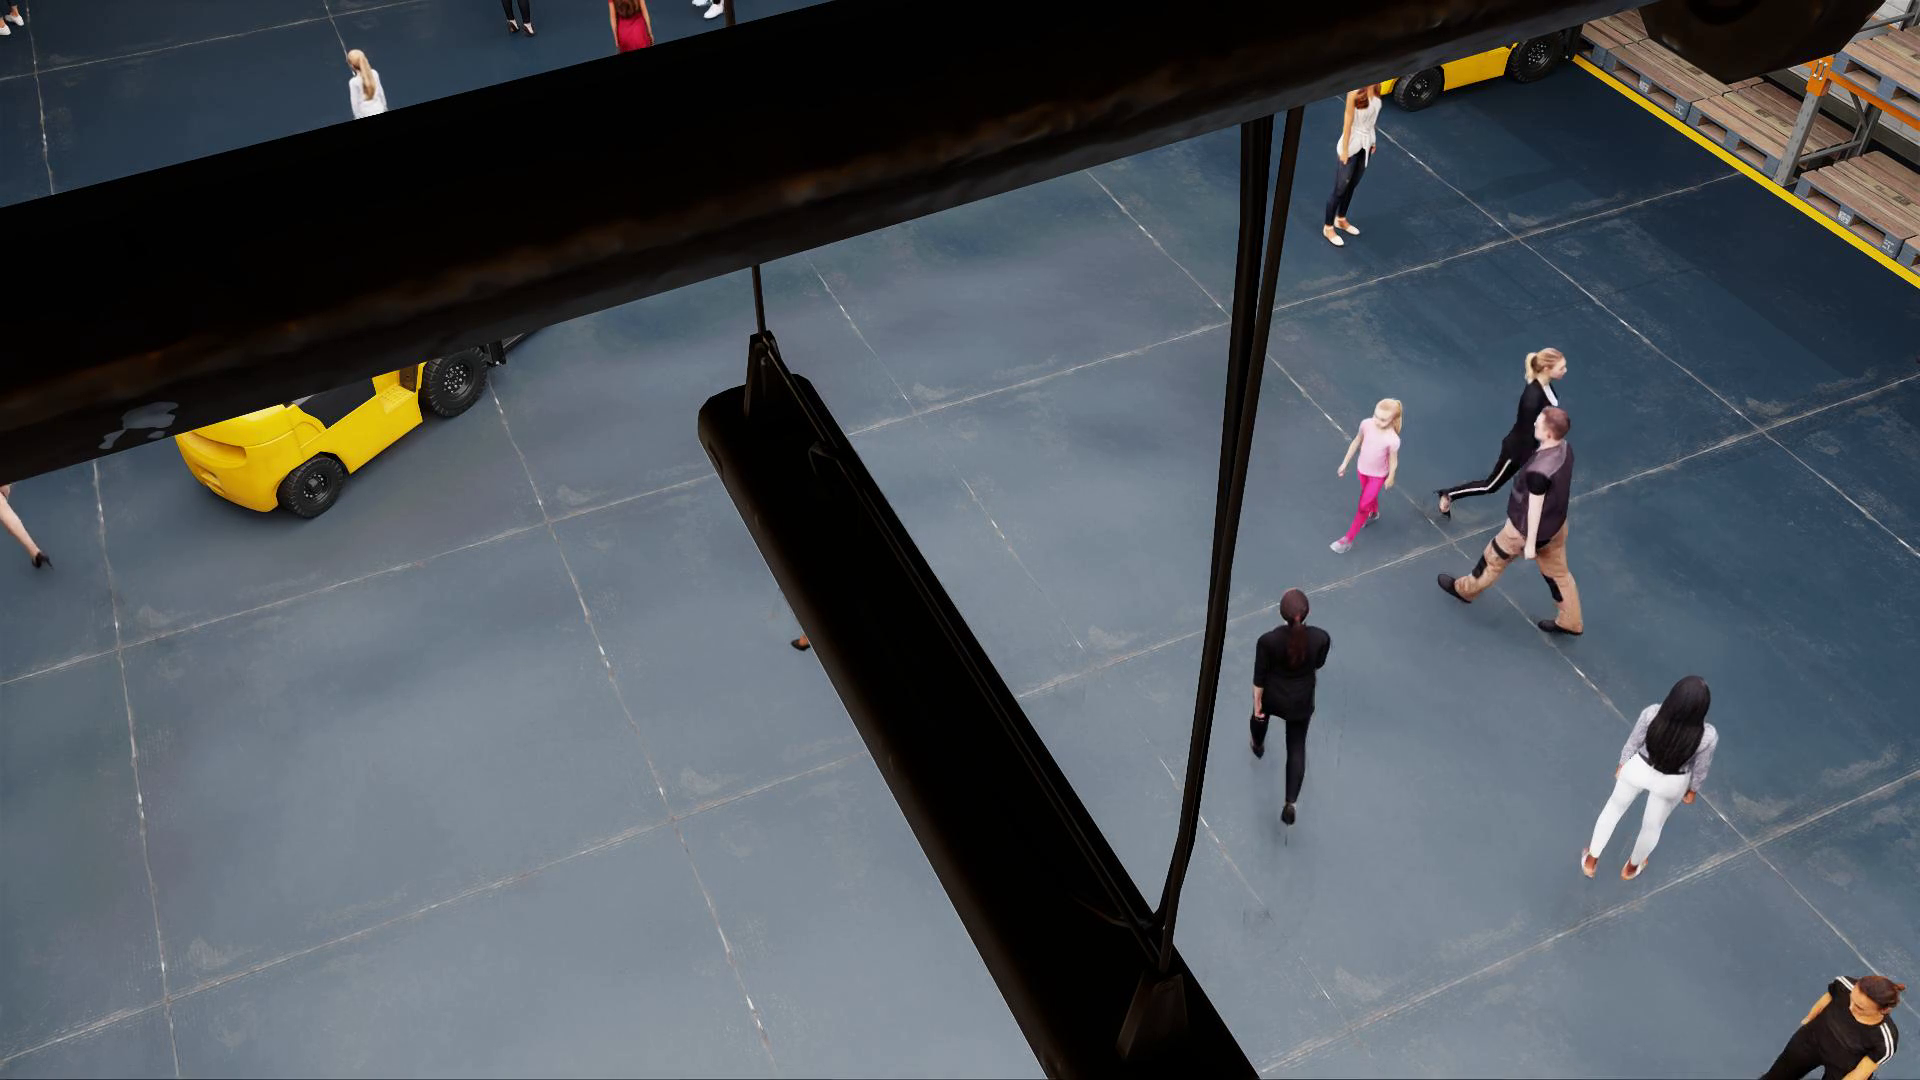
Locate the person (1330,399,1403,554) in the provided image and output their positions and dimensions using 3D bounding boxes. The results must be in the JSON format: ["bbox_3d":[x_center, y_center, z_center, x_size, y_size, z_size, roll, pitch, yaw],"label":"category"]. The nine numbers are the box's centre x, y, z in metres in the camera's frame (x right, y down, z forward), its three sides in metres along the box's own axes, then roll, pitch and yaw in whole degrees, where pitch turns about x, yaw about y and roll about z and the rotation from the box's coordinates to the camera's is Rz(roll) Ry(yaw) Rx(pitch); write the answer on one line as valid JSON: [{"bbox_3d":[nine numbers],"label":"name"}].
[{"bbox_3d":[2.977,-0.534,11.866,0.695,1.245,0.853,-29,51,-27],"label":"person"}]

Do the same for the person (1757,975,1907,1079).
[{"bbox_3d":[4.451,2.569,8.332,0.761,1.627,0.930,-10,44,-10],"label":"person"}]

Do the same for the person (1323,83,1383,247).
[{"bbox_3d":[3.437,-3.445,14.530,0.642,1.785,0.617,-32,52,-29],"label":"person"}]

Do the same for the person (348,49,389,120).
[{"bbox_3d":[-5.448,-3.953,15.431,0.612,1.277,0.573,27,50,26],"label":"person"}]

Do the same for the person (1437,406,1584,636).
[{"bbox_3d":[3.886,-0.051,10.966,1.357,1.787,1.065,29,51,27],"label":"person"}]

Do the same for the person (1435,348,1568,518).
[{"bbox_3d":[3.837,-0.640,11.667,1.167,1.672,0.984,24,49,23],"label":"person"}]

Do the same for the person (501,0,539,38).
[{"bbox_3d":[-4.720,-6.101,17.372,0.620,1.711,0.707,19,47,19],"label":"person"}]

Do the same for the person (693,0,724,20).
[{"bbox_3d":[-2.712,-6.358,17.635,0.794,1.719,0.478,-12,45,-12],"label":"person"}]

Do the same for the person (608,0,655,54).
[{"bbox_3d":[-3.199,-4.916,16.255,0.706,1.537,0.934,-4,44,-4],"label":"person"}]

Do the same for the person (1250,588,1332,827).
[{"bbox_3d":[1.963,1.009,9.970,0.938,1.625,1.152,4,44,4],"label":"person"}]

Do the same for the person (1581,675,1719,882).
[{"bbox_3d":[3.959,1.390,9.500,0.716,1.724,0.795,26,49,25],"label":"person"}]
